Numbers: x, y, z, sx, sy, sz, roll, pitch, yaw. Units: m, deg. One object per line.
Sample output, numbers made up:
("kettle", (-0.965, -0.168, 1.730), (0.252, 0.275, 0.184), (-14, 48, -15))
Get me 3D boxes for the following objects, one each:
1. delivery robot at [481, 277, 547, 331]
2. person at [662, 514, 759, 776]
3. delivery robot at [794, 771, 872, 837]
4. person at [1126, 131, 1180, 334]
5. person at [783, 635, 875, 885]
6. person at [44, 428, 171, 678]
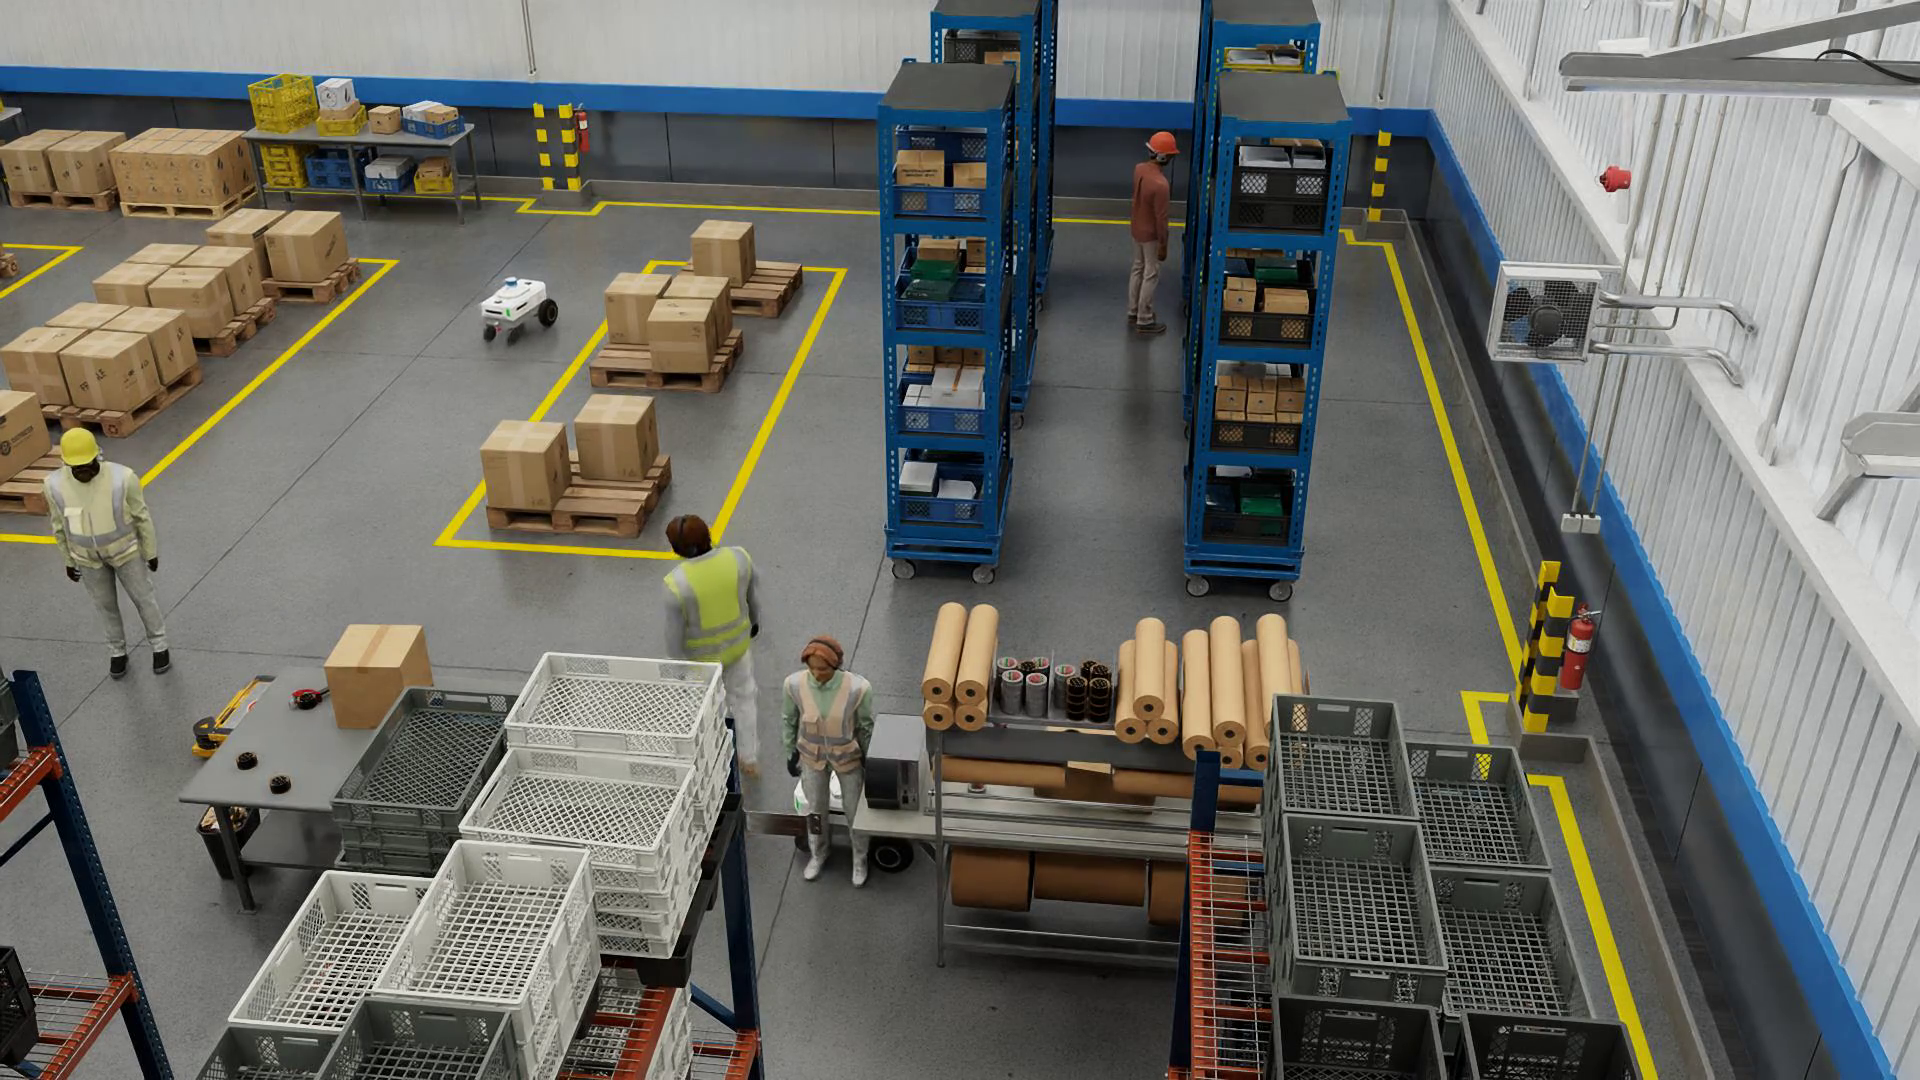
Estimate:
("delivery robot", (-4.359, -2.326, 16.271), (0.477, 0.478, 0.707), (10, 32, 17))
("person", (-1.477, 0.637, 10.025), (0.706, 1.816, 0.484), (-19, 35, -29))
("delivery robot", (-0.595, 1.515, 9.674), (0.707, 0.478, 0.477), (6, 31, 10))
("person", (1.858, -2.966, 16.055), (0.410, 1.981, 0.629), (-10, 32, -17))
("person", (-0.711, 1.212, 9.223), (0.525, 1.631, 0.317), (5, 31, 8))
("person", (-5.618, 0.078, 10.979), (0.590, 1.827, 0.403), (-7, 31, -11))
